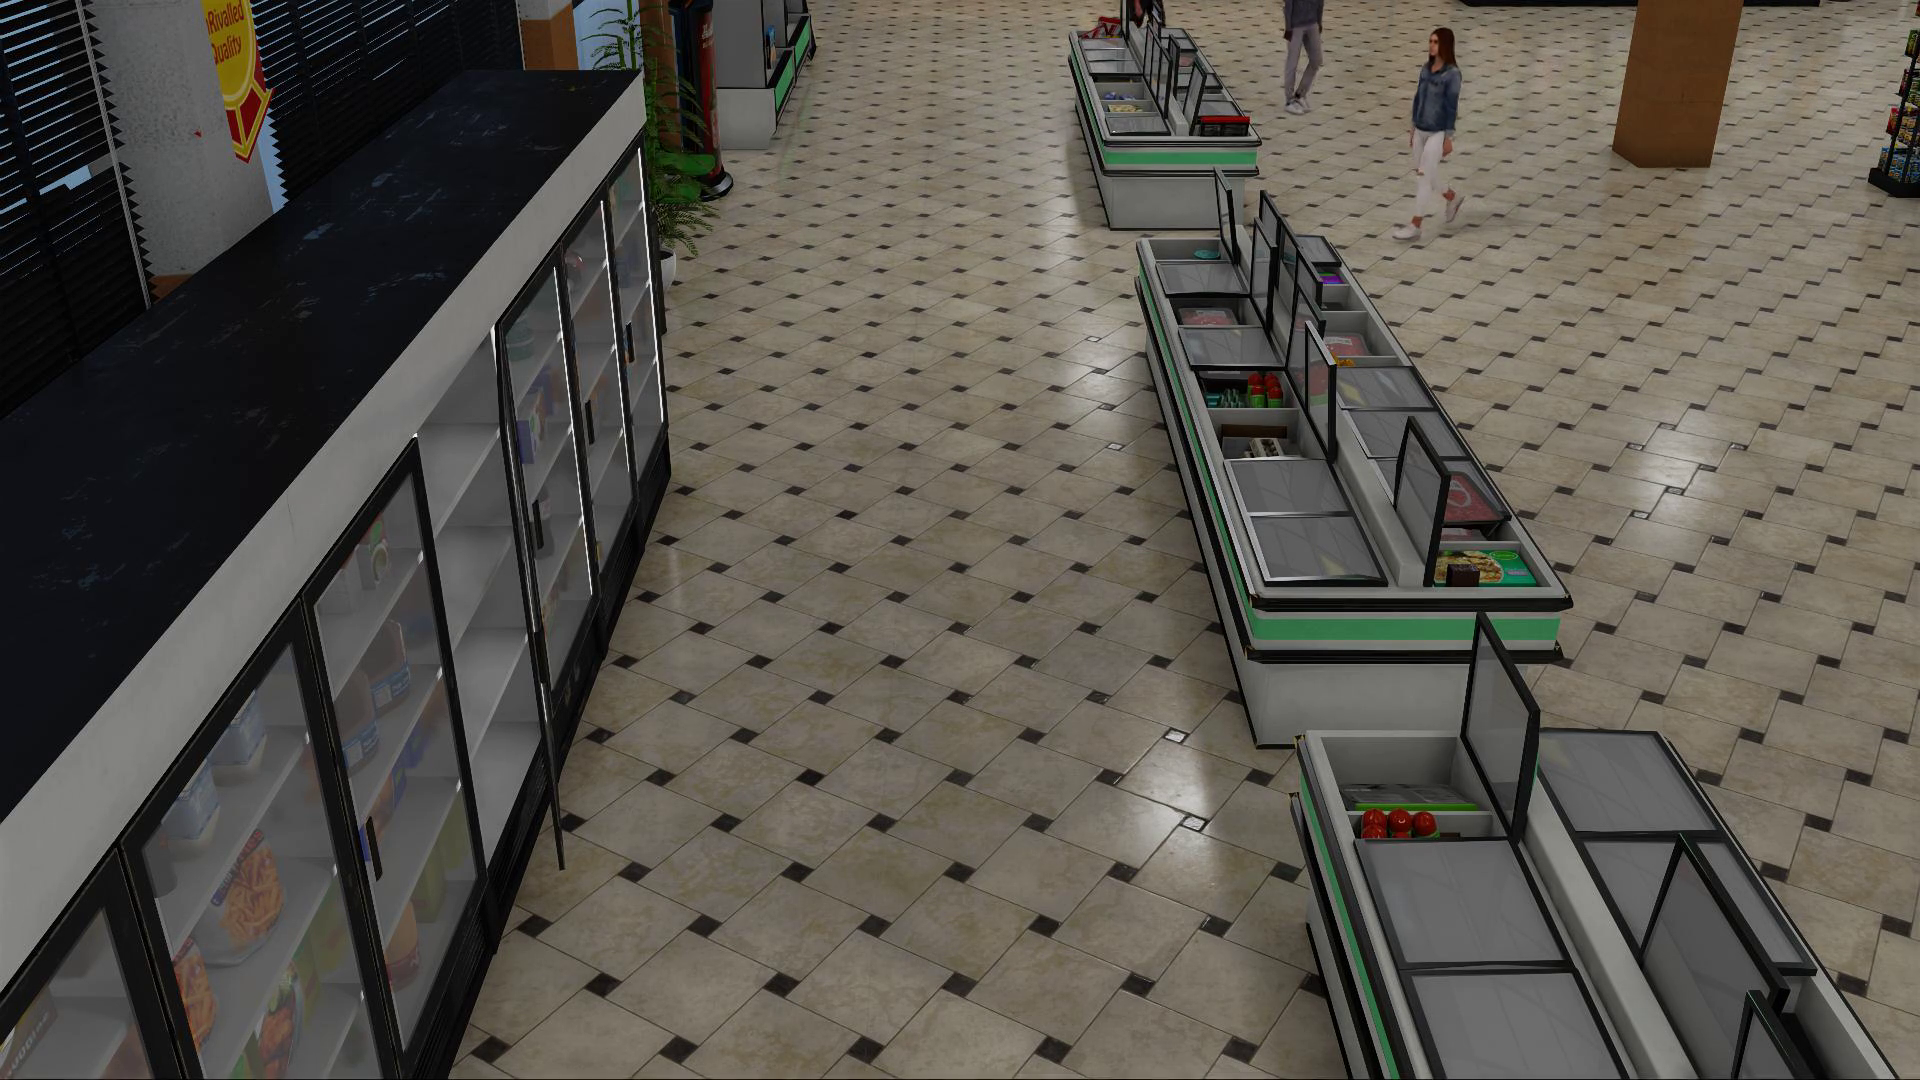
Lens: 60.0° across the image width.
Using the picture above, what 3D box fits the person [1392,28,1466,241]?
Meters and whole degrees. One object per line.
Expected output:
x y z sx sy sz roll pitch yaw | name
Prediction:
3.918 -3.296 13.539 0.961 1.679 1.058 -12 29 -23 | person

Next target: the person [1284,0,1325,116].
3.584 -5.485 17.688 0.811 1.830 0.779 -14 30 -25 | person

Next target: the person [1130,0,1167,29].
2.049 -6.192 19.118 1.041 1.799 1.122 -21 34 -35 | person
